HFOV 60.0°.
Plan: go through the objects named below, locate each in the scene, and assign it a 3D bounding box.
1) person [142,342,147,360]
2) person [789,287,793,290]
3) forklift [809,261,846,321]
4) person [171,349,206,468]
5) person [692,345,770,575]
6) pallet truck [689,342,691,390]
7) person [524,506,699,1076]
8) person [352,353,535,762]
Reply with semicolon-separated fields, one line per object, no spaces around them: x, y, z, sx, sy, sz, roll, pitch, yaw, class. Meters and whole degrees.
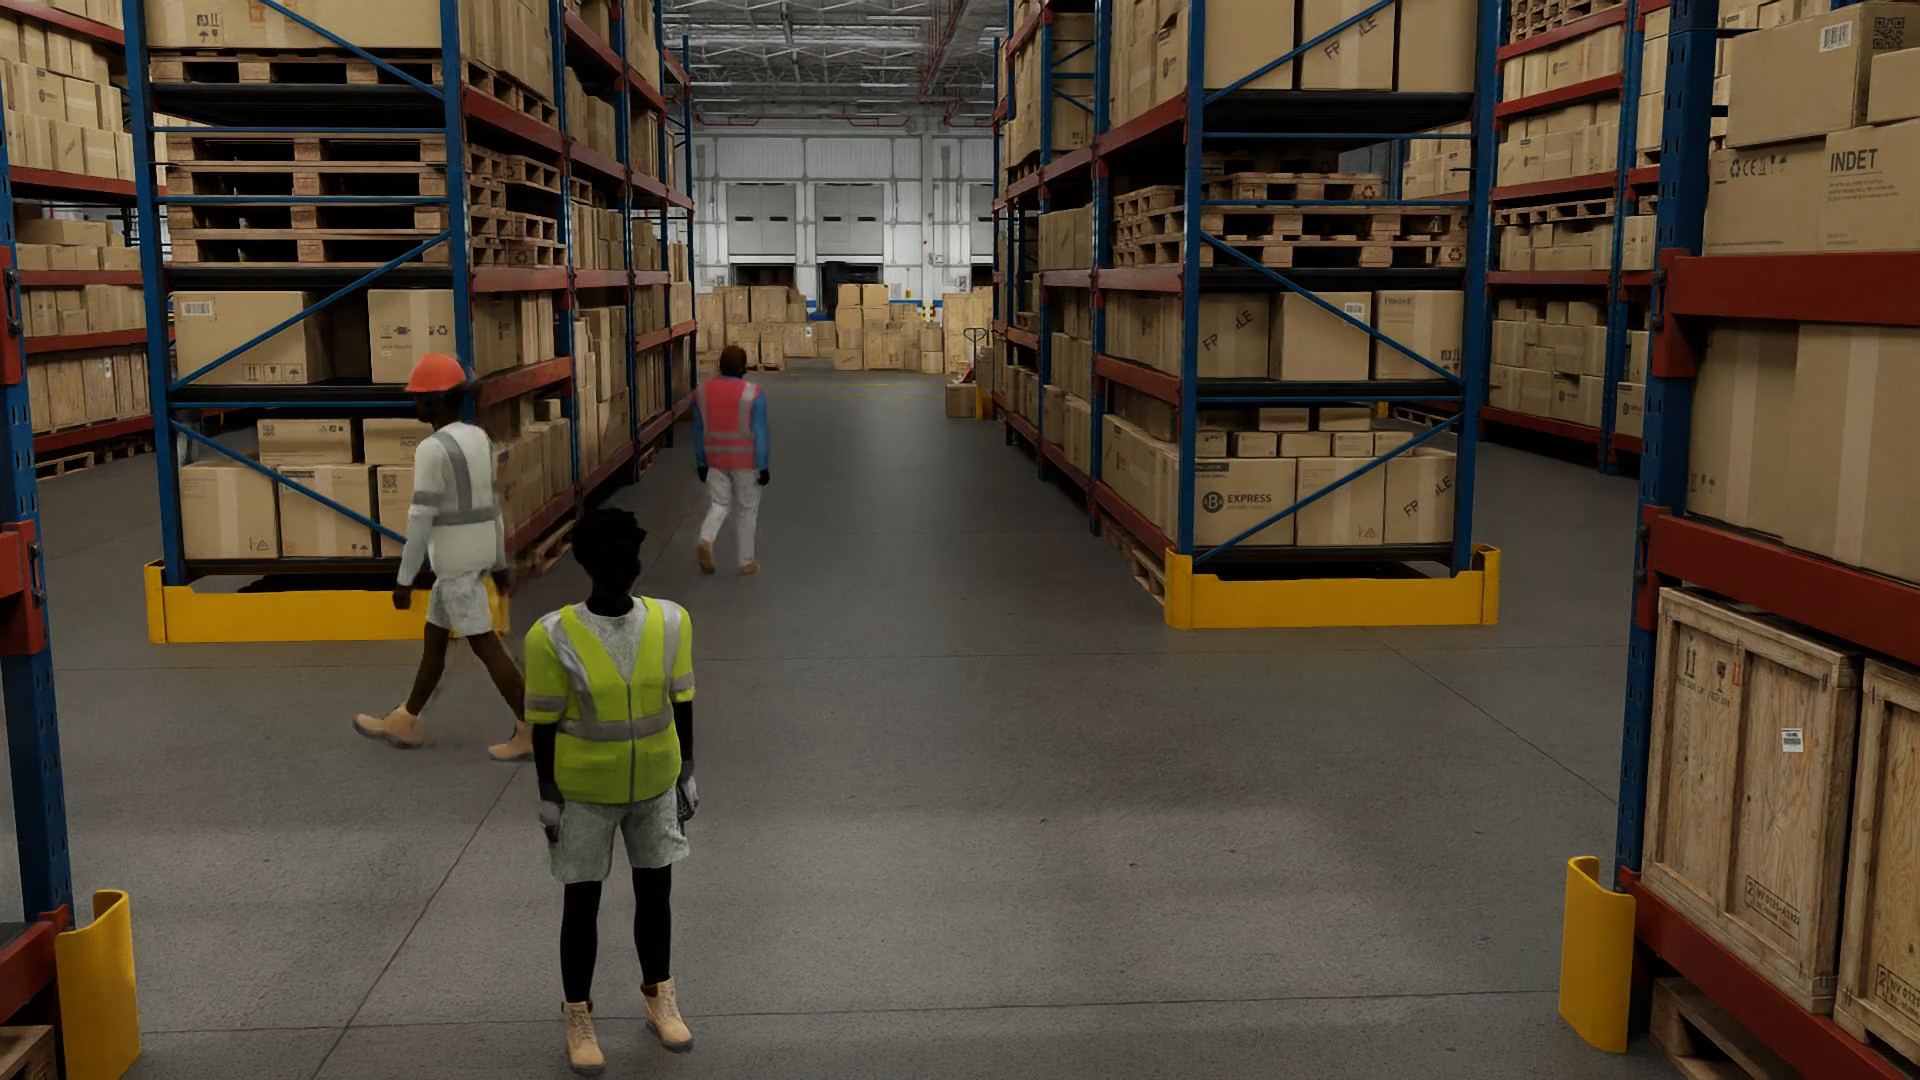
-21.928;-5.689;44.792;0.515;1.843;0.326;4;10;24;person
-5.960;-7.926;58.586;0.542;1.927;0.381;-4;10;-24;person
-4.120;-7.844;55.086;1.873;2.768;1.129;3;10;20;forklift
-8.016;-1.197;17.247;0.266;1.631;0.507;2;9;10;person
-1.784;-0.596;12.895;0.635;1.829;0.631;3;10;18;person
-5.225;-3.008;27.480;1.885;1.965;0.823;2;9;14;pallet truck
-1.023;0.732;4.961;0.530;1.691;0.318;-5;10;-30;person
-2.477;0.095;8.055;1.090;1.982;0.627;1;9;7;person
